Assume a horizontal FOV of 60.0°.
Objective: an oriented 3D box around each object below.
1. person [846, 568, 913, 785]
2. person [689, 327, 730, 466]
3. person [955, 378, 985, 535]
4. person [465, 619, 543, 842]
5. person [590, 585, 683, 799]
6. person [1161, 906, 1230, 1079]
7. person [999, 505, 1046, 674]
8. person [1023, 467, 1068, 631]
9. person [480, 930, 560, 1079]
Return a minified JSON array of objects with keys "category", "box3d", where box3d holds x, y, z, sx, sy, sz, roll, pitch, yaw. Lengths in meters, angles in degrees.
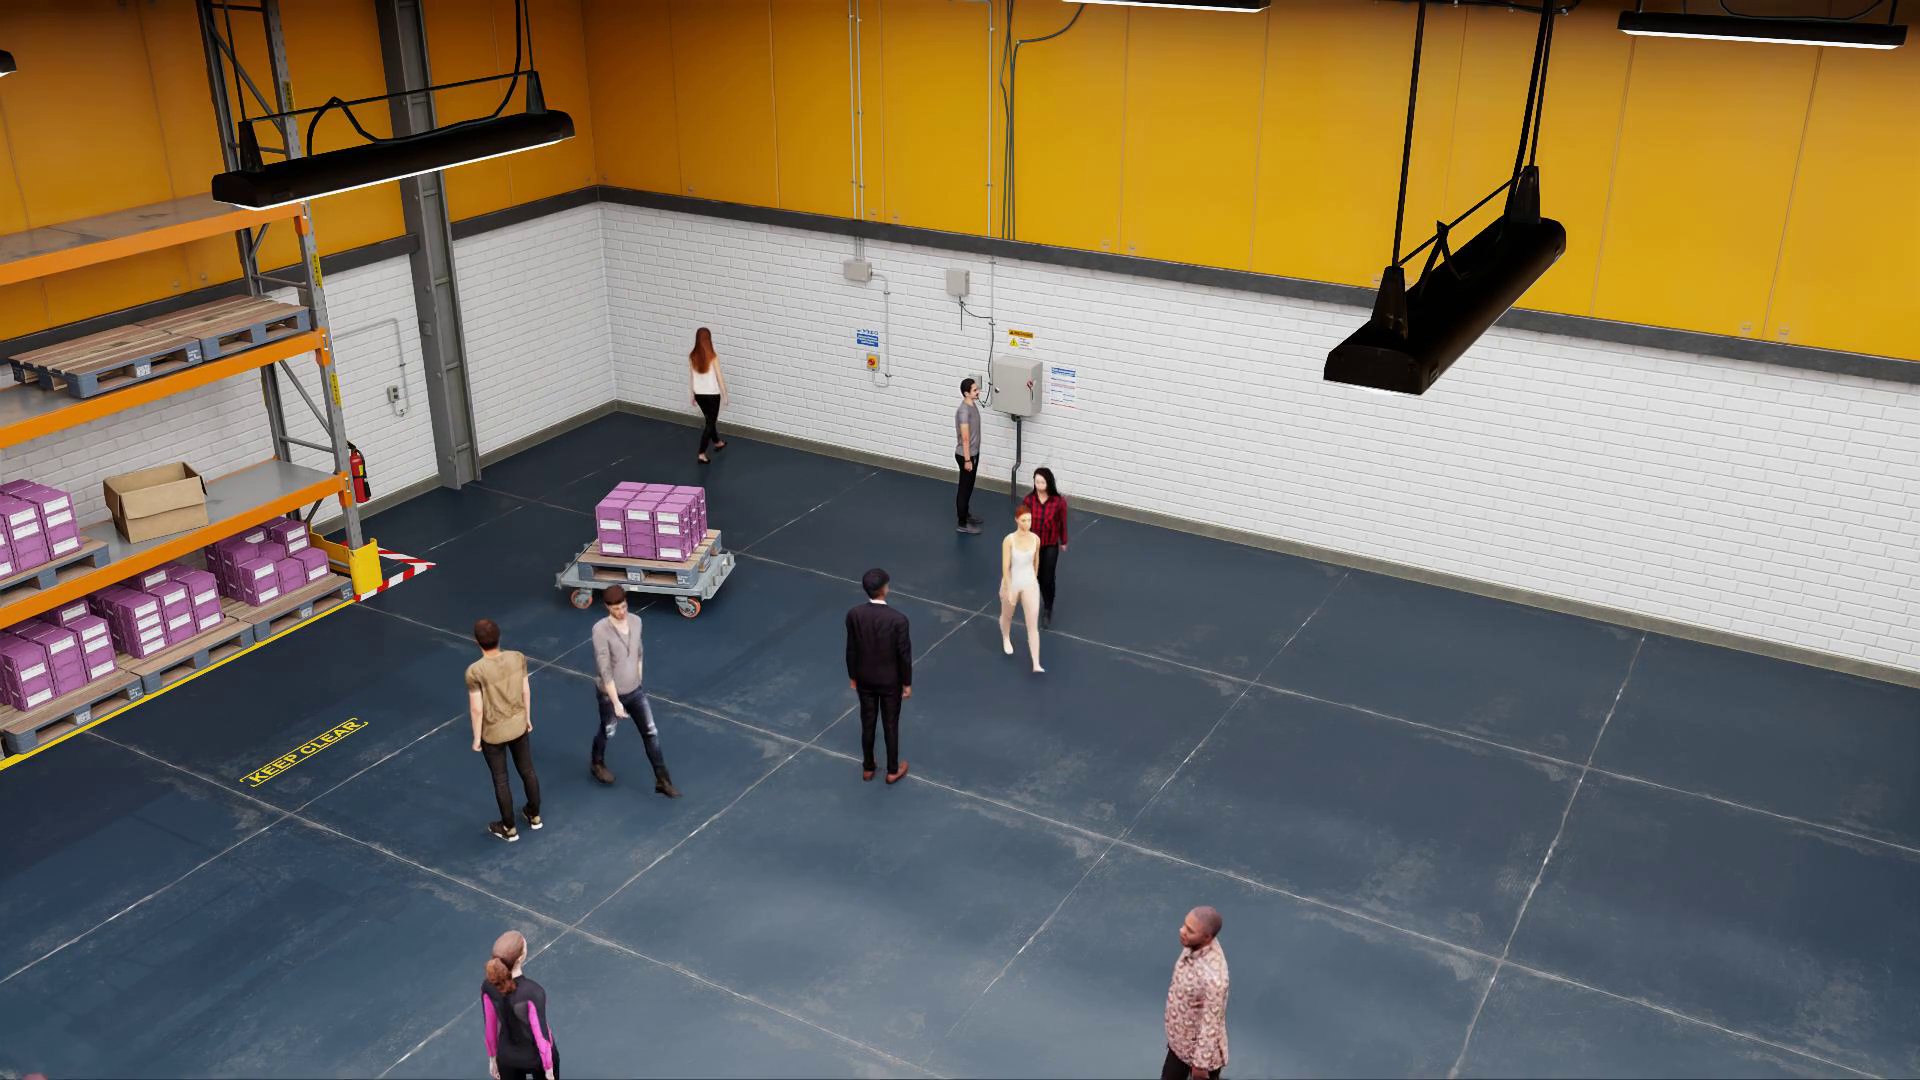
[{"category":"person","box3d":[-0.671,1.117,13.642,0.752,1.877,0.655,6,24,13]},{"category":"person","box3d":[-3.124,-1.727,20.391,0.638,1.682,1.079,11,26,24]},{"category":"person","box3d":[0.089,-0.971,18.572,0.754,1.754,0.611,3,24,6]},{"category":"person","box3d":[-3.538,1.458,12.897,0.622,1.850,0.784,-20,31,-38]},{"category":"person","box3d":[-2.821,1.215,13.467,0.926,1.838,1.207,20,30,37]},{"category":"person","box3d":[1.480,2.896,9.691,1.148,1.782,1.158,-3,24,-6]},{"category":"person","box3d":[0.519,0.420,15.593,1.025,1.592,1.093,-6,24,-13]},{"category":"person","box3d":[0.842,0.005,16.490,0.728,1.634,0.928,5,24,11]},{"category":"person","box3d":[-2.526,3.017,9.486,0.759,1.725,1.083,5,24,12]}]
